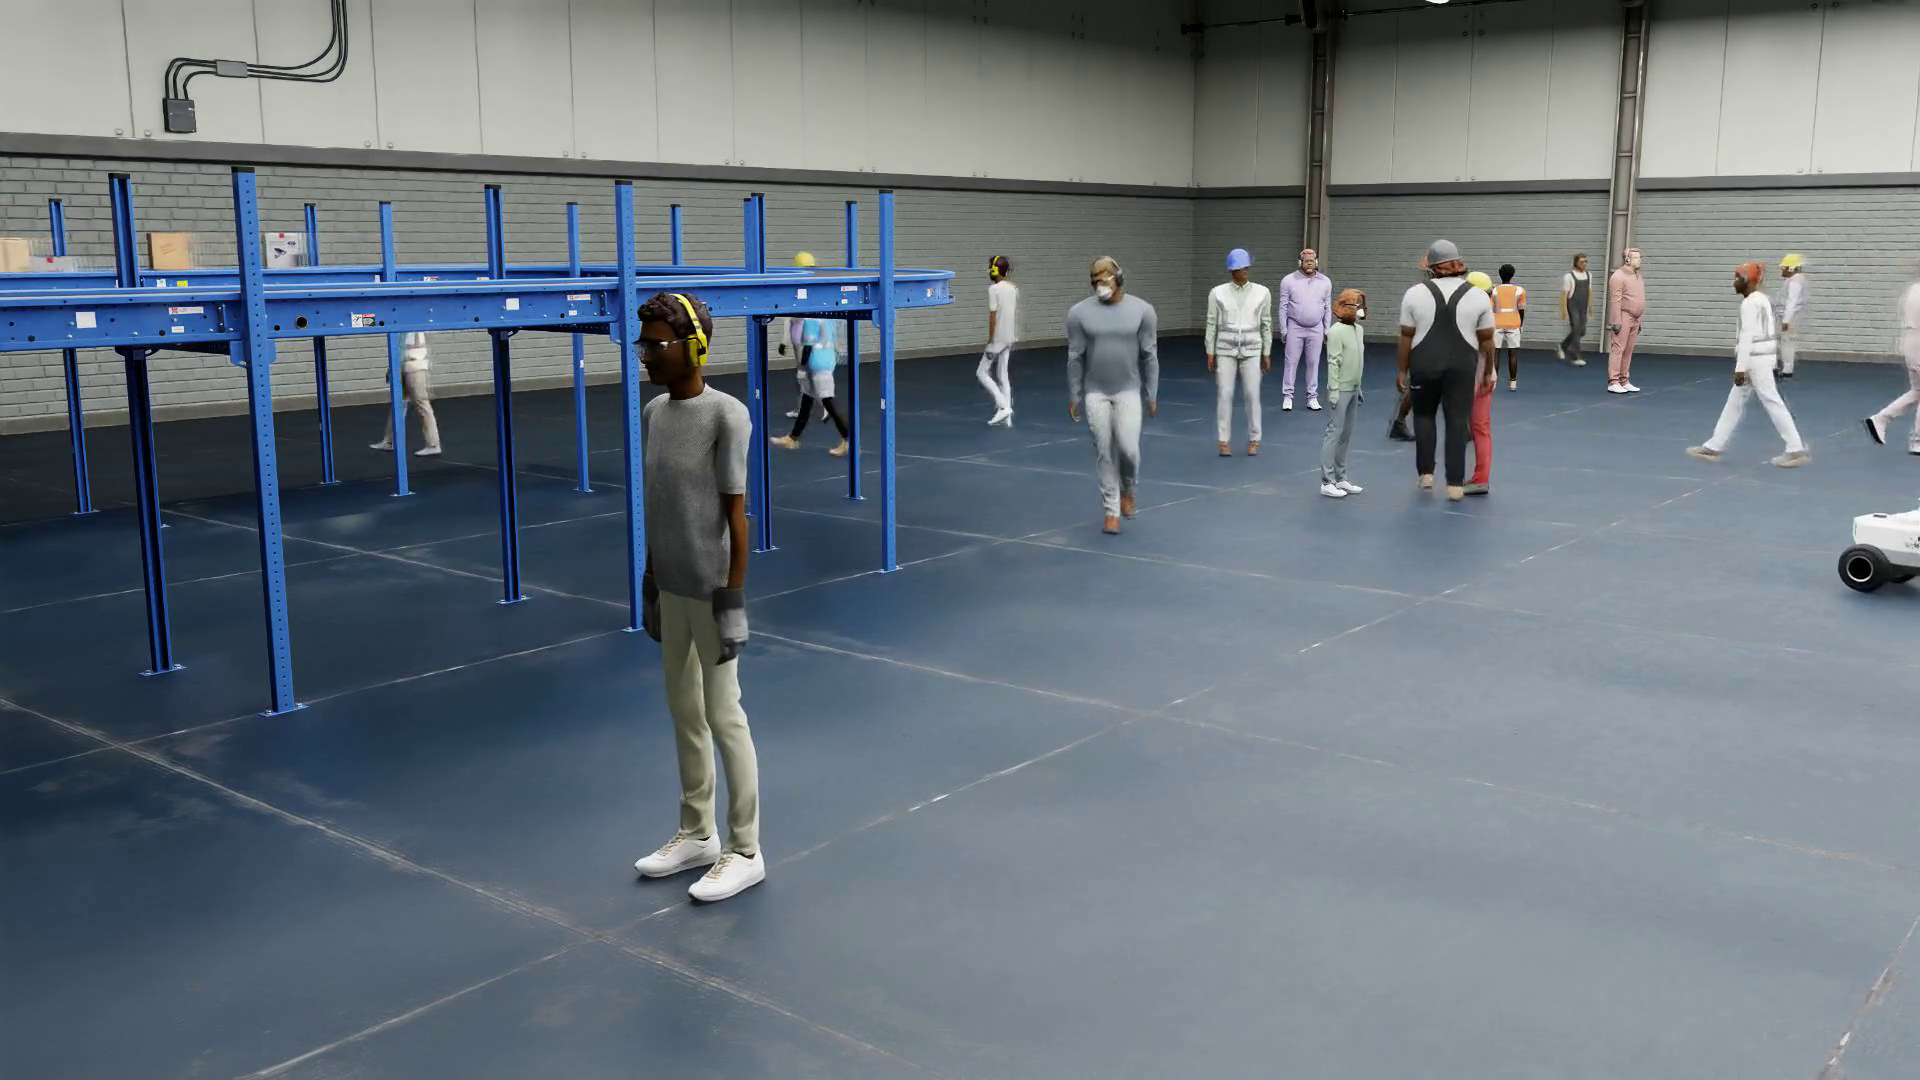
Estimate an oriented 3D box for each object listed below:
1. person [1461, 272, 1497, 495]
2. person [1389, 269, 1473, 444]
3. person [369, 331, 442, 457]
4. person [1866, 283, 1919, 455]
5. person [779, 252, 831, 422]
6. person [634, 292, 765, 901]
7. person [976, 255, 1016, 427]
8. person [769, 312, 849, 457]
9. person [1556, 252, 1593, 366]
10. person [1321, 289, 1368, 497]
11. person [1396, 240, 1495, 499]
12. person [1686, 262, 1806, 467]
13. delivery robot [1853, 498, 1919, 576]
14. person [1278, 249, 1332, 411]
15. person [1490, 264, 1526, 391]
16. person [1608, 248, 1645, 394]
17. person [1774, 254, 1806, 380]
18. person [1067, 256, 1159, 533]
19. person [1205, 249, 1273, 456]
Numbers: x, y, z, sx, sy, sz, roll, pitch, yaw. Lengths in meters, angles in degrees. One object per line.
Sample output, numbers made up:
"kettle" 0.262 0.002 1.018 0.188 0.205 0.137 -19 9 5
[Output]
"person" 4.112 -1.249 13.289 0.331 1.765 0.533 4 11 22
"person" 4.779 -1.900 16.576 1.008 1.885 0.551 5 11 24
"person" -5.248 -1.576 15.539 0.774 1.609 0.518 -2 10 -10
"person" 9.049 -1.749 15.712 0.586 1.887 0.649 2 10 11
"person" -1.680 -2.272 18.608 0.898 1.897 0.587 9 14 42
"person" -0.825 0.171 5.159 0.514 1.865 0.313 10 14 43
"person" 0.397 -2.148 18.038 0.401 1.844 0.560 7 12 33
"person" -1.376 -1.609 15.577 0.886 1.642 0.556 1 10 7
"person" 9.986 -3.758 27.031 0.521 1.823 0.720 -4 11 -22
"person" 3.066 -1.173 13.226 0.265 1.631 0.507 8 13 37
"person" 3.853 -1.351 13.201 0.733 2.000 0.694 3 11 15
"person" 7.210 -1.592 15.064 1.034 1.826 0.649 7 12 33
"delivery robot" 5.553 0.001 9.566 0.477 0.478 0.707 -8 13 -36
"person" 4.120 -2.504 19.846 0.638 1.909 0.408 -1 10 -4
"person" 7.339 -2.862 22.419 0.529 1.692 0.321 2 10 10
"person" 8.884 -2.918 22.126 0.641 1.913 0.407 -9 14 -42
"person" 12.013 -3.237 24.140 0.430 1.817 0.627 5 11 24
"person" 1.056 -1.003 11.542 0.641 1.911 0.477 2 10 11
"person" 2.629 -1.755 15.684 0.629 1.933 0.431 1 10 7
